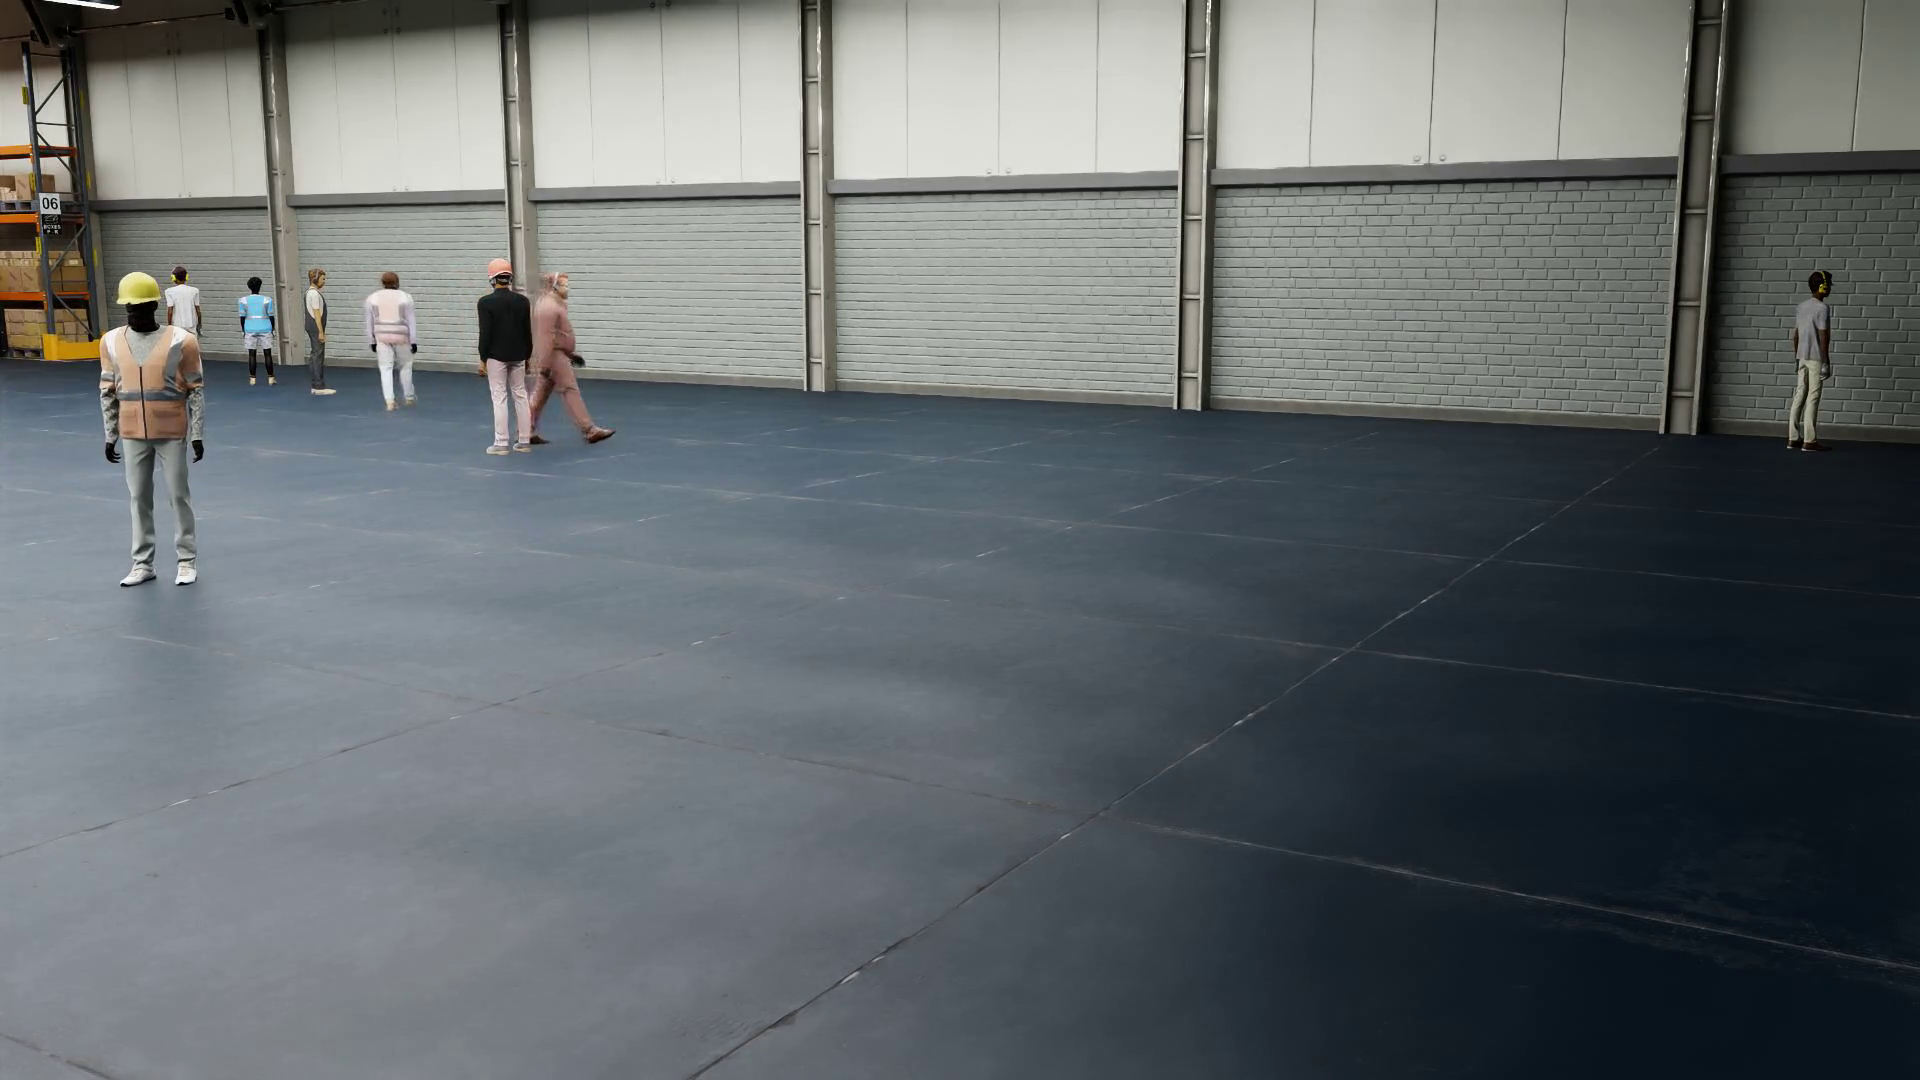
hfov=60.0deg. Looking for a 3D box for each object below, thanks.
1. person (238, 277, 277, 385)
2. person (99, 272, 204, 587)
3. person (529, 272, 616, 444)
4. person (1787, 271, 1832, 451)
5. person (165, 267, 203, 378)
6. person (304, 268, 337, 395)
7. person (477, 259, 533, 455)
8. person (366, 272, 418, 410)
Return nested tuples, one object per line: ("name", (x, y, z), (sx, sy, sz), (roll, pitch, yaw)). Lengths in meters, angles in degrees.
("person", (-10.998, -3.265, 26.064), (0.535, 1.697, 0.318), (-3, 10, -19))
("person", (-4.947, -0.669, 10.192), (0.594, 1.922, 0.382), (-1, 10, -6))
("person", (-4.268, -1.935, 17.833), (1.022, 1.846, 0.656), (-3, 10, -17))
("person", (8.900, -1.860, 17.332), (0.329, 1.872, 0.507), (-2, 10, -9))
("person", (-11.771, -3.207, 25.238), (0.516, 1.865, 0.329), (-8, 13, -40))
("person", (-9.379, -3.036, 24.302), (0.346, 1.841, 0.506), (-6, 11, -31))
("person", (-4.662, -1.870, 17.019), (0.393, 1.992, 0.622), (8, 13, 41))
("person", (-7.522, -2.652, 22.150), (0.654, 1.802, 0.901), (-1, 10, -6))
